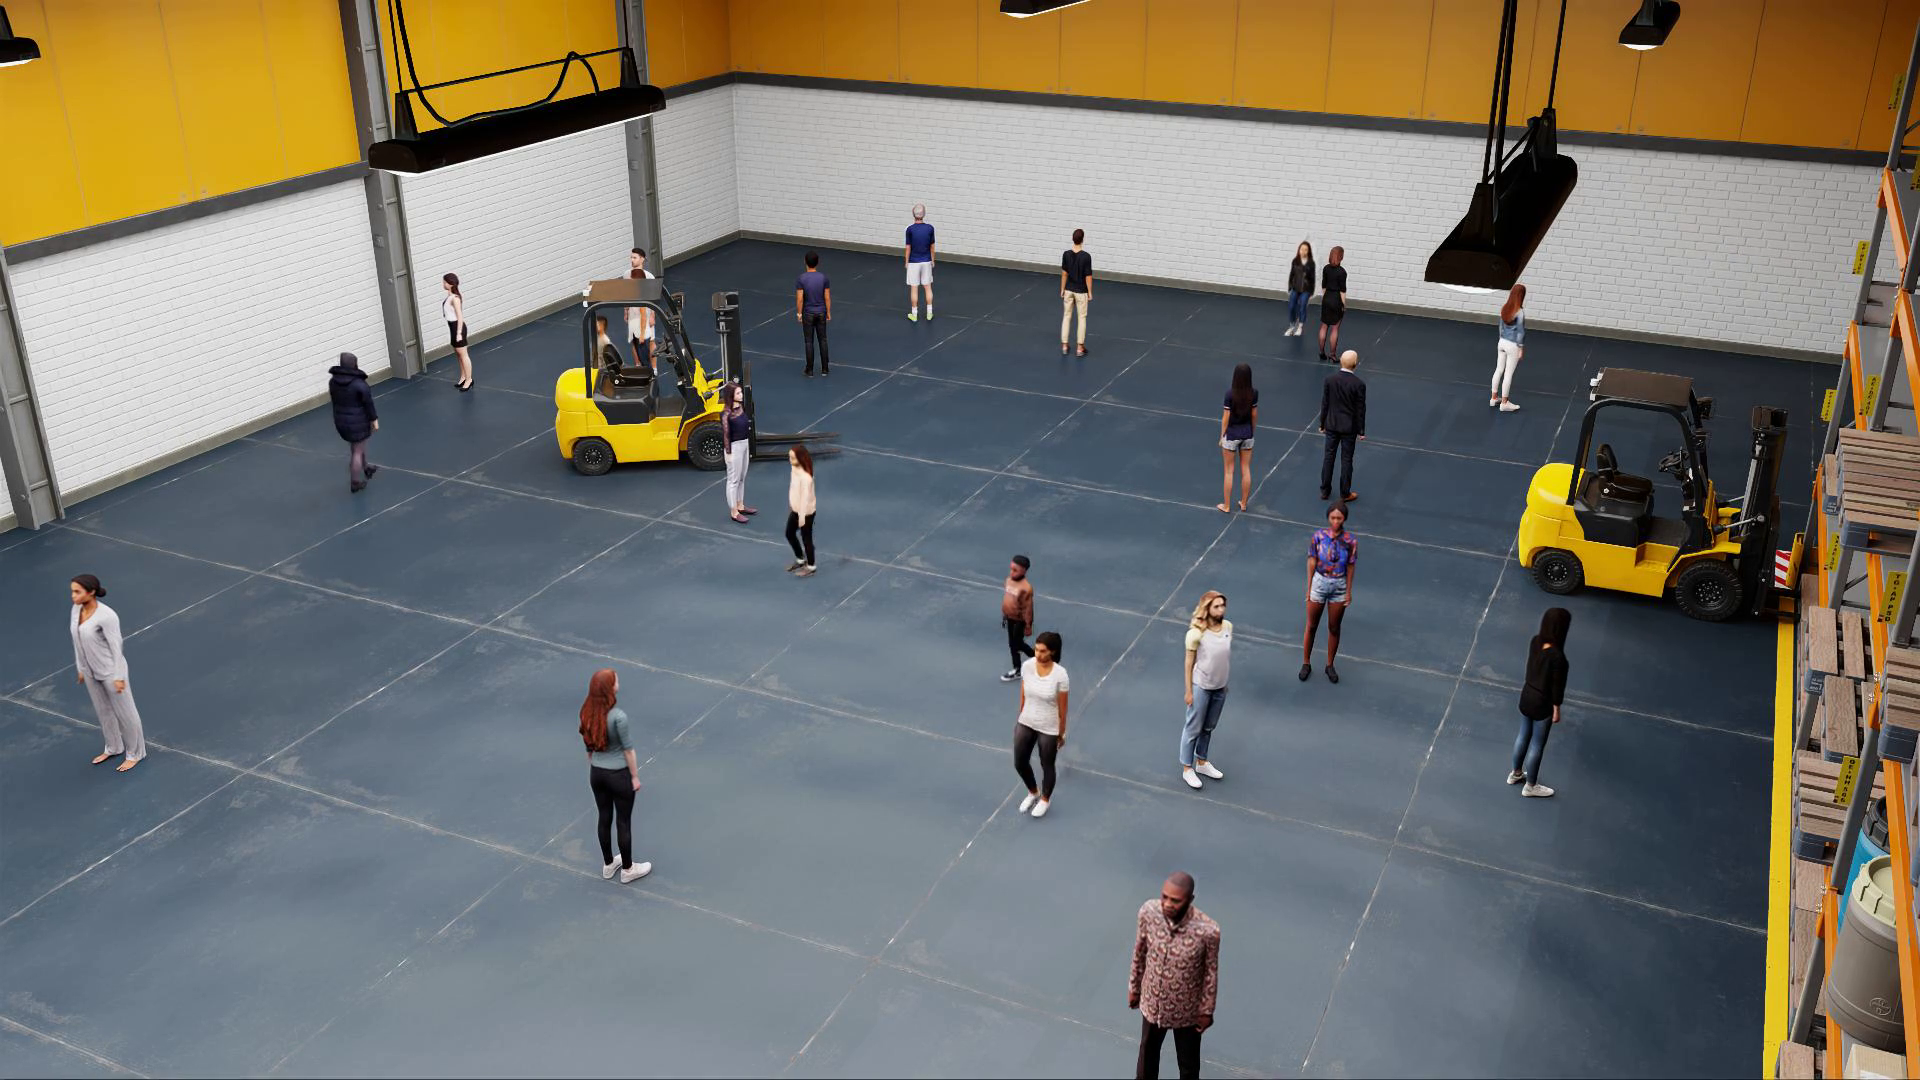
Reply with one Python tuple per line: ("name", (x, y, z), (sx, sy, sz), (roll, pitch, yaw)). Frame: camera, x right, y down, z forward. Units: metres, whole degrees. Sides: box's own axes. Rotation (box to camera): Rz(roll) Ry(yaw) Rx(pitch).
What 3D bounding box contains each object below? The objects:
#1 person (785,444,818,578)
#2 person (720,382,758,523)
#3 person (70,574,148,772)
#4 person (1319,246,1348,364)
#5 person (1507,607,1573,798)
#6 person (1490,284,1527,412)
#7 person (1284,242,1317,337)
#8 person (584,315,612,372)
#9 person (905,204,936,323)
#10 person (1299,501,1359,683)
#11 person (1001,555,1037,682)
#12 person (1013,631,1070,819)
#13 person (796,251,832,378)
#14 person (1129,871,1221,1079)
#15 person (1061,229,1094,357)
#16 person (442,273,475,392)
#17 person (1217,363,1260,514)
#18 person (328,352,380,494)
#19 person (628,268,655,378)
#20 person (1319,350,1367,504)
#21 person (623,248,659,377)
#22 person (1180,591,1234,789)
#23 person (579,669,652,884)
("person", (-1.581, -0.315, 17.315), (0.712, 1.472, 0.679), (-13, 27, -27))
("person", (-2.496, -1.002, 18.718), (0.697, 1.608, 0.523), (6, 24, 13))
("person", (-7.107, 1.067, 13.824), (0.631, 1.736, 0.533), (10, 26, 22))
("person", (5.409, -3.421, 24.129), (0.657, 1.706, 0.658), (-16, 28, -32))
("person", (4.689, 1.287, 13.435), (0.714, 1.645, 0.638), (-6, 24, -14))
("person", (7.336, -2.582, 22.216), (0.740, 1.702, 0.680), (-8, 25, -18))
("person", (5.225, -3.846, 25.397), (0.597, 1.470, 0.616), (11, 26, 24))
("person", (-4.589, -2.233, 21.758), (1.073, 1.427, 0.812), (-19, 30, -37))
("person", (-0.634, -4.368, 26.131), (0.716, 1.837, 0.765), (-7, 25, -16))
("person", (3.371, 0.463, 15.199), (0.636, 1.741, 0.596), (4, 24, 10))
("person", (0.585, 0.698, 15.277), (0.742, 1.248, 0.672), (-15, 28, -31))
("person", (0.682, 1.428, 13.127), (0.610, 1.632, 0.591), (13, 27, 27))
("person", (-2.060, -3.197, 23.508), (0.709, 1.793, 0.755), (-7, 25, -16))
("person", (1.275, 2.732, 9.927), (0.691, 1.807, 0.575), (12, 26, 25))
("person", (1.715, -3.648, 24.467), (0.639, 1.851, 0.551), (12, 26, 25))
("person", (-6.931, -2.876, 22.955), (0.674, 1.648, 0.635), (-12, 26, -26))
("person", (3.161, -1.161, 18.883), (0.653, 1.767, 0.694), (-5, 24, -12))
("person", (-7.157, -1.357, 19.476), (0.742, 1.651, 0.928), (7, 25, 15))
("person", (-4.334, -2.821, 22.658), (0.729, 1.785, 0.677), (-9, 25, -20))
("person", (4.407, -1.320, 19.207), (0.717, 1.798, 0.606), (14, 27, 30))
("person", (-4.494, -3.206, 23.450), (0.665, 1.856, 0.545), (11, 26, 23))
("person", (2.008, 1.192, 13.556), (0.647, 1.722, 0.764), (-15, 28, -31))
("person", (-2.570, 1.737, 12.283), (0.590, 1.743, 0.539), (12, 26, 26))
